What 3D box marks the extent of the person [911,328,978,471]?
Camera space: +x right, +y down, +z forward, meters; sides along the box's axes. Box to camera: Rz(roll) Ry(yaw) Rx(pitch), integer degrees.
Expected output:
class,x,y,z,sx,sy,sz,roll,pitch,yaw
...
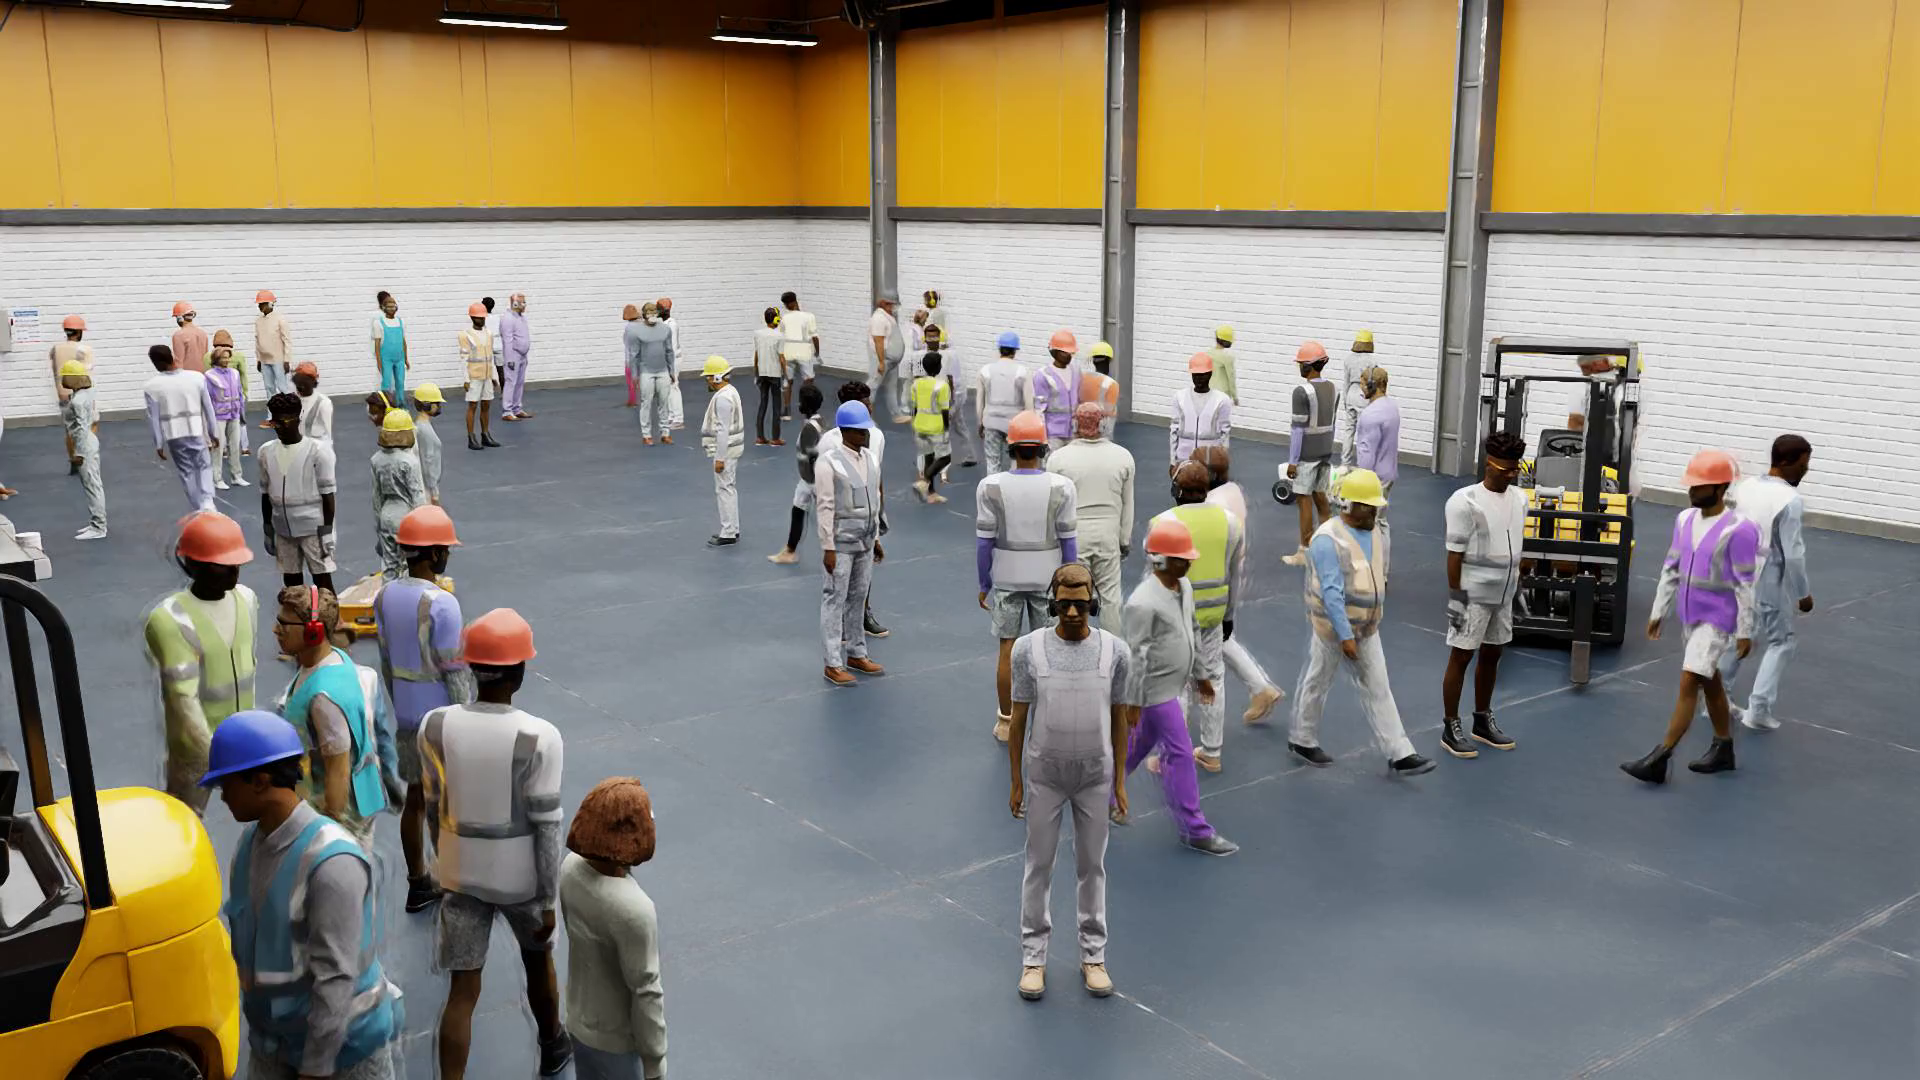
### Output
class,x,y,z,sx,sy,sz,roll,pitch,yaw
person,-0.188,-1.682,20.063,0.928,1.752,0.611,-2,12,-10

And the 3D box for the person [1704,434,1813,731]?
class,x,y,z,sx,sy,sz,roll,pitch,yaw
person,4.971,0.269,10.318,0.452,1.884,0.601,-1,12,-3

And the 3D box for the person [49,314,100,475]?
class,x,y,z,sx,sy,sz,roll,pitch,yaw
person,-10.566,-1.732,19.910,0.569,1.914,0.461,1,12,3

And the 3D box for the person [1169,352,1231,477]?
class,x,y,z,sx,sy,sz,roll,pitch,yaw
person,2.154,-0.730,15.006,0.542,1.939,0.361,3,12,16

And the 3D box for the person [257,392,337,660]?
class,x,y,z,sx,sy,sz,roll,pitch,yaw
person,-4.721,-0.089,11.889,0.600,1.957,0.374,2,12,11

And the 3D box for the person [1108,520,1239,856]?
class,x,y,z,sx,sy,sz,roll,pitch,yaw
person,1.024,0.722,8.556,0.887,1.712,0.565,6,13,27

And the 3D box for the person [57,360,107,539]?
class,x,y,z,sx,sy,sz,roll,pitch,yaw
person,-8.559,-0.881,16.216,0.295,1.744,0.484,-5,13,-21

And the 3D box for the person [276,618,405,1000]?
class,x,y,z,sx,sy,sz,roll,pitch,yaw
person,-2.663,1.091,7.028,0.758,1.615,0.524,5,13,24

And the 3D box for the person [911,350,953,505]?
class,x,y,z,sx,sy,sz,roll,pitch,yaw
person,-0.331,-1.185,17.801,0.547,1.683,0.460,11,16,43

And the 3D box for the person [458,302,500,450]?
class,x,y,z,sx,sy,sz,roll,pitch,yaw
person,-6.316,-2.163,21.930,0.379,1.937,0.548,8,14,33

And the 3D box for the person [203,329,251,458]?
class,x,y,z,sx,sy,sz,roll,pitch,yaw
person,-9.363,-1.870,21.256,0.501,1.631,0.287,-5,13,-23

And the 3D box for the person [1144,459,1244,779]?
class,x,y,z,sx,sy,sz,roll,pitch,yaw
person,1.304,0.451,9.544,0.633,1.841,0.429,-5,13,-24

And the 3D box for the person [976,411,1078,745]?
class,x,y,z,sx,sy,sz,roll,pitch,yaw
person,0.403,0.239,10.068,0.611,2.048,0.364,1,12,3

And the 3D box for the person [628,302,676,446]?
class,x,y,z,sx,sy,sz,roll,pitch,yaw
person,-4.111,-2.221,22.240,0.639,1.928,0.369,-8,14,-34

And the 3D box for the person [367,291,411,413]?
class,x,y,z,sx,sy,sz,roll,pitch,yaw
person,-8.774,-2.842,25.329,0.574,1.888,0.632,-1,12,-4

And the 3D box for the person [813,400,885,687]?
class,x,y,z,sx,sy,sz,roll,pitch,yaw
person,-0.747,0.011,11.403,0.394,1.949,0.602,8,14,35

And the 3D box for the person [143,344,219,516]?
class,x,y,z,sx,sy,sz,roll,pitch,yaw
person,-7.764,-1.030,16.629,0.655,1.866,0.518,-7,13,-29

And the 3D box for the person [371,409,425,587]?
class,x,y,z,sx,sy,sz,roll,pitch,yaw
person,-4.182,-0.113,12.505,0.494,1.743,0.302,7,13,30

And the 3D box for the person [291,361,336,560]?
class,x,y,z,sx,sy,sz,roll,pitch,yaw
person,-5.927,-0.715,15.174,0.752,1.855,0.372,10,15,39

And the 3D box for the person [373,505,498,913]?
class,x,y,z,sx,sy,sz,roll,pitch,yaw
person,-2.409,0.798,7.641,0.542,1.936,0.364,8,14,34

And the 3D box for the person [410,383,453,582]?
class,x,y,z,sx,sy,sz,roll,pitch,yaw
person,-4.492,-0.452,14.113,0.342,1.761,0.524,-4,12,-18

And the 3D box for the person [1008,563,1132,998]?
class,x,y,z,sx,sy,sz,roll,pitch,yaw
person,0.454,0.996,6.904,0.507,1.846,0.345,-1,12,-4

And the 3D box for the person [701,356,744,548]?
class,x,y,z,sx,sy,sz,roll,pitch,yaw
person,-2.260,-0.846,15.867,0.403,1.818,0.602,-1,12,-3

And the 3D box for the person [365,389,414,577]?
class,x,y,z,sx,sy,sz,roll,pitch,yaw
person,-4.377,-0.254,12.940,0.418,1.845,0.553,-4,12,-19

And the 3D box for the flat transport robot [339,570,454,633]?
class,x,y,z,sx,sy,sz,roll,pitch,yaw
flat transport robot,-4.542,0.481,13.210,0.652,0.197,1.431,0,12,-2

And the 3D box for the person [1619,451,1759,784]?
class,x,y,z,sx,sy,sz,roll,pitch,yaw
person,4.115,0.443,9.437,0.952,1.892,0.567,-3,12,-16

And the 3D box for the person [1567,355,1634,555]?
class,x,y,z,sx,sy,sz,roll,pitch,yaw
person,5.998,-0.907,15.617,0.747,2.000,1.037,-2,12,-12

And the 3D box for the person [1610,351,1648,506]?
class,x,y,z,sx,sy,sz,roll,pitch,yaw
person,6.209,-0.847,15.654,0.510,1.907,0.583,0,12,-2

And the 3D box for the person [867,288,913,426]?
class,x,y,z,sx,sy,sz,roll,pitch,yaw
person,-1.092,-2.692,24.238,0.582,2.000,0.716,2,12,11

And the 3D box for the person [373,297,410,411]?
class,x,y,z,sx,sy,sz,roll,pitch,yaw
person,-8.358,-2.651,24.513,0.345,1.846,0.508,11,16,42
